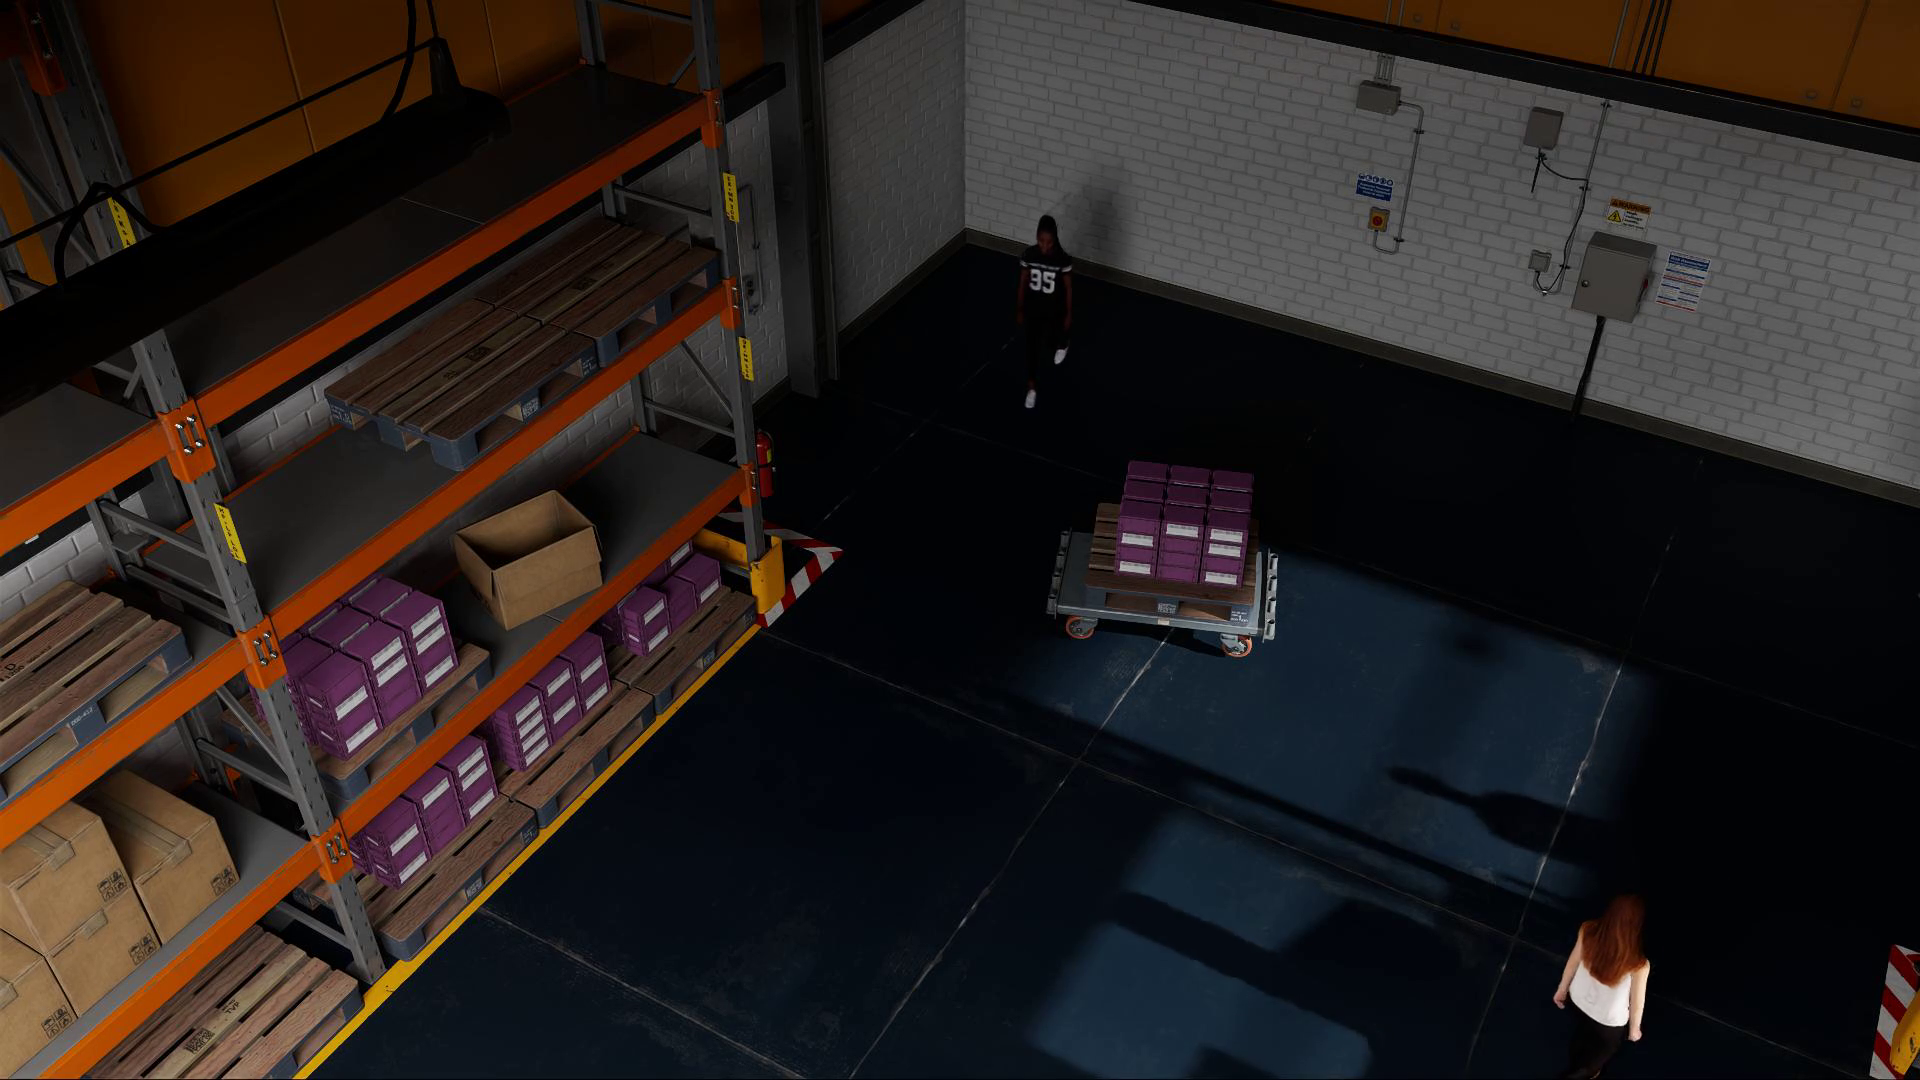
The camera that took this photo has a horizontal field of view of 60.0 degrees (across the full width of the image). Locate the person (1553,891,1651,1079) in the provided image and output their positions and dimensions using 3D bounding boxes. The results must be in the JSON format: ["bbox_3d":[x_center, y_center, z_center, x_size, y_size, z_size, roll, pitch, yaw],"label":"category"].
[{"bbox_3d":[3.299,2.511,8.753,1.122,1.700,0.939,-19,42,-22],"label":"person"}]

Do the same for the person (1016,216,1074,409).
[{"bbox_3d":[0.765,-2.039,14.447,0.817,1.706,1.113,12,40,15],"label":"person"}]
